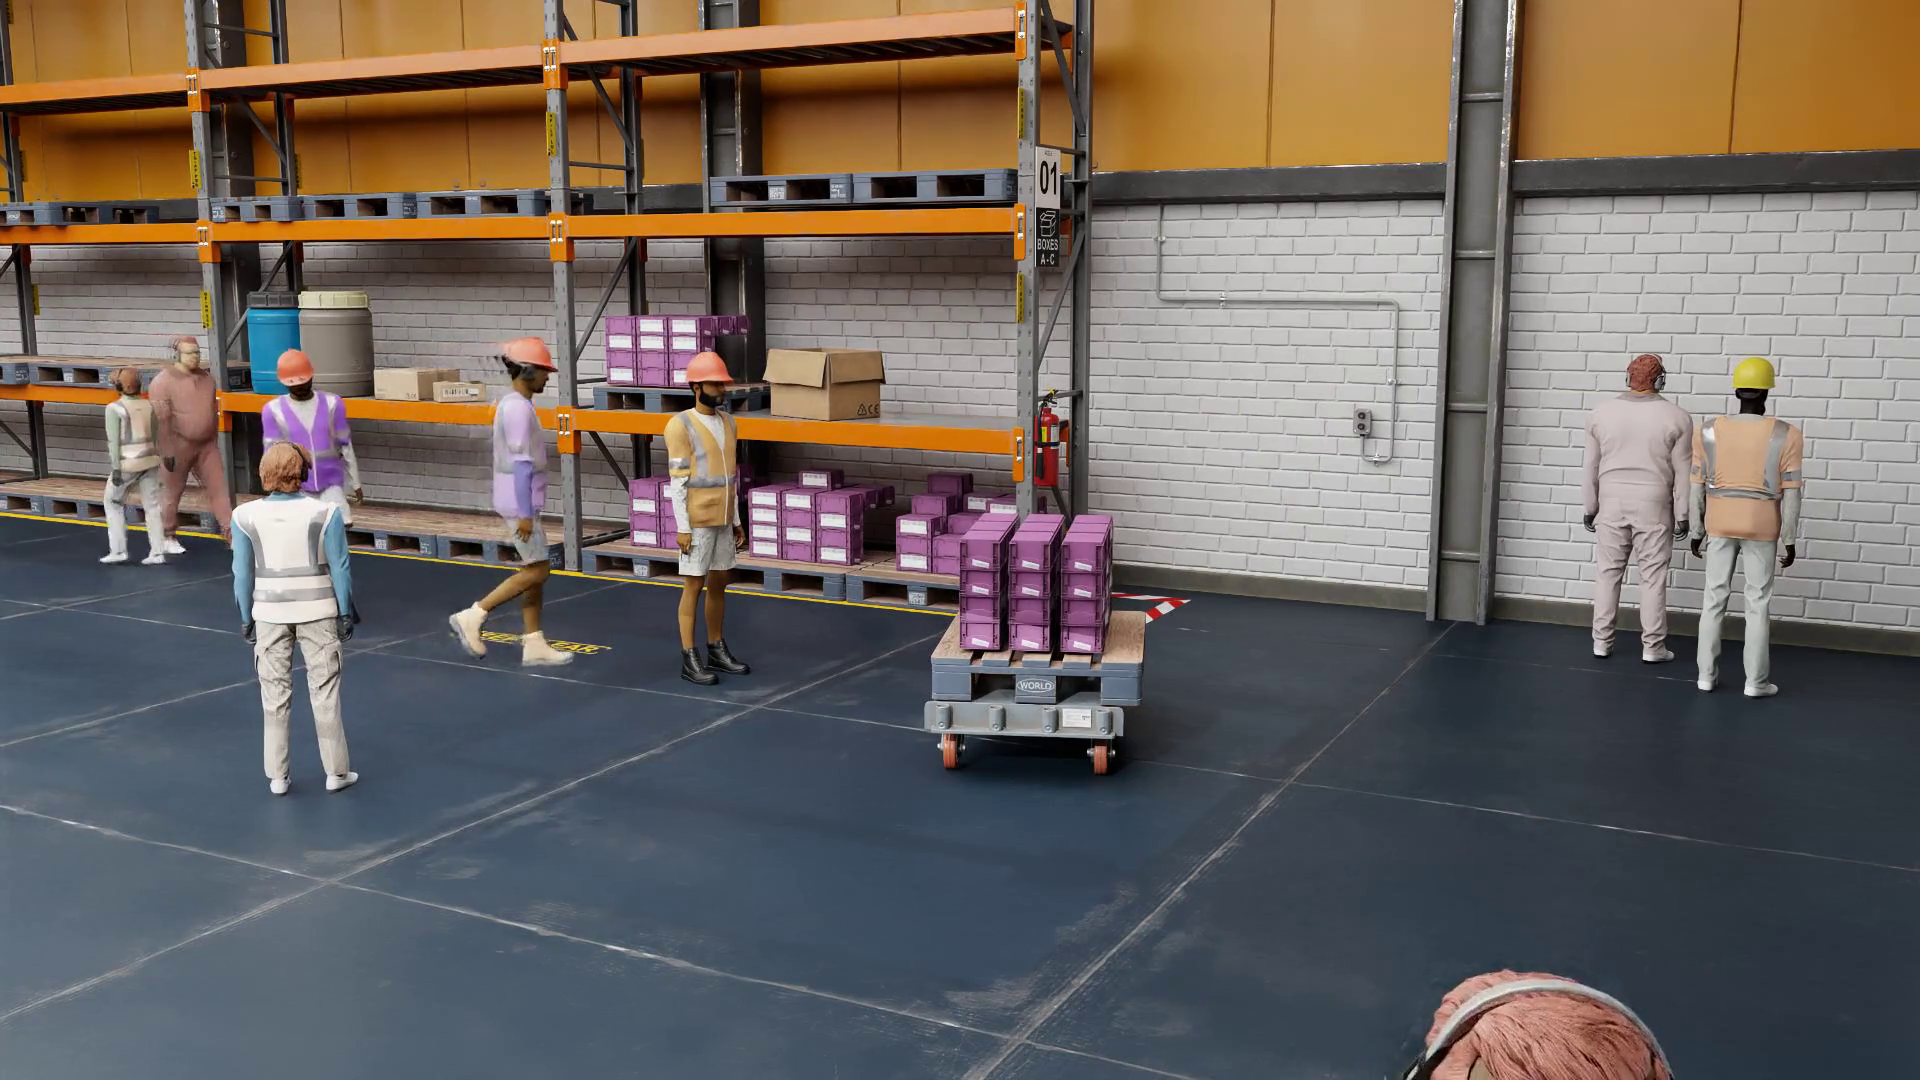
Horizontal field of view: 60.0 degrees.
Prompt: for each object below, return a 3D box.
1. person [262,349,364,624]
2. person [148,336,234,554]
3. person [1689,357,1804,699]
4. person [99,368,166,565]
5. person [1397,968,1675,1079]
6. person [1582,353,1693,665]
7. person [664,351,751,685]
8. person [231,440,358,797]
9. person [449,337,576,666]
[{"bbox_3d":[-4.349,-0.346,11.257,0.632,1.883,0.724,-5,10,-28],"label":"person"},{"bbox_3d":[-6.457,-0.781,14.040,0.997,1.852,0.678,5,11,29],"label":"person"},{"bbox_3d":[4.425,-0.066,9.397,0.588,1.930,0.363,7,12,37],"label":"person"},{"bbox_3d":[-6.802,-0.588,13.575,0.649,1.615,0.541,3,10,19],"label":"person"},{"bbox_3d":[0.446,1.246,1.508,0.640,1.867,0.950,3,10,18],"label":"person"},{"bbox_3d":[4.178,-0.194,10.256,0.648,1.907,0.401,7,11,35],"label":"person"},{"bbox_3d":[-1.469,-0.133,9.771,0.351,1.942,0.545,6,11,32],"label":"person"},{"bbox_3d":[-3.045,0.365,7.624,0.514,1.642,0.310,-2,9,-9],"label":"person"},{"bbox_3d":[-2.713,-0.214,10.045,0.648,2.015,0.647,-2,10,-15],"label":"person"}]
